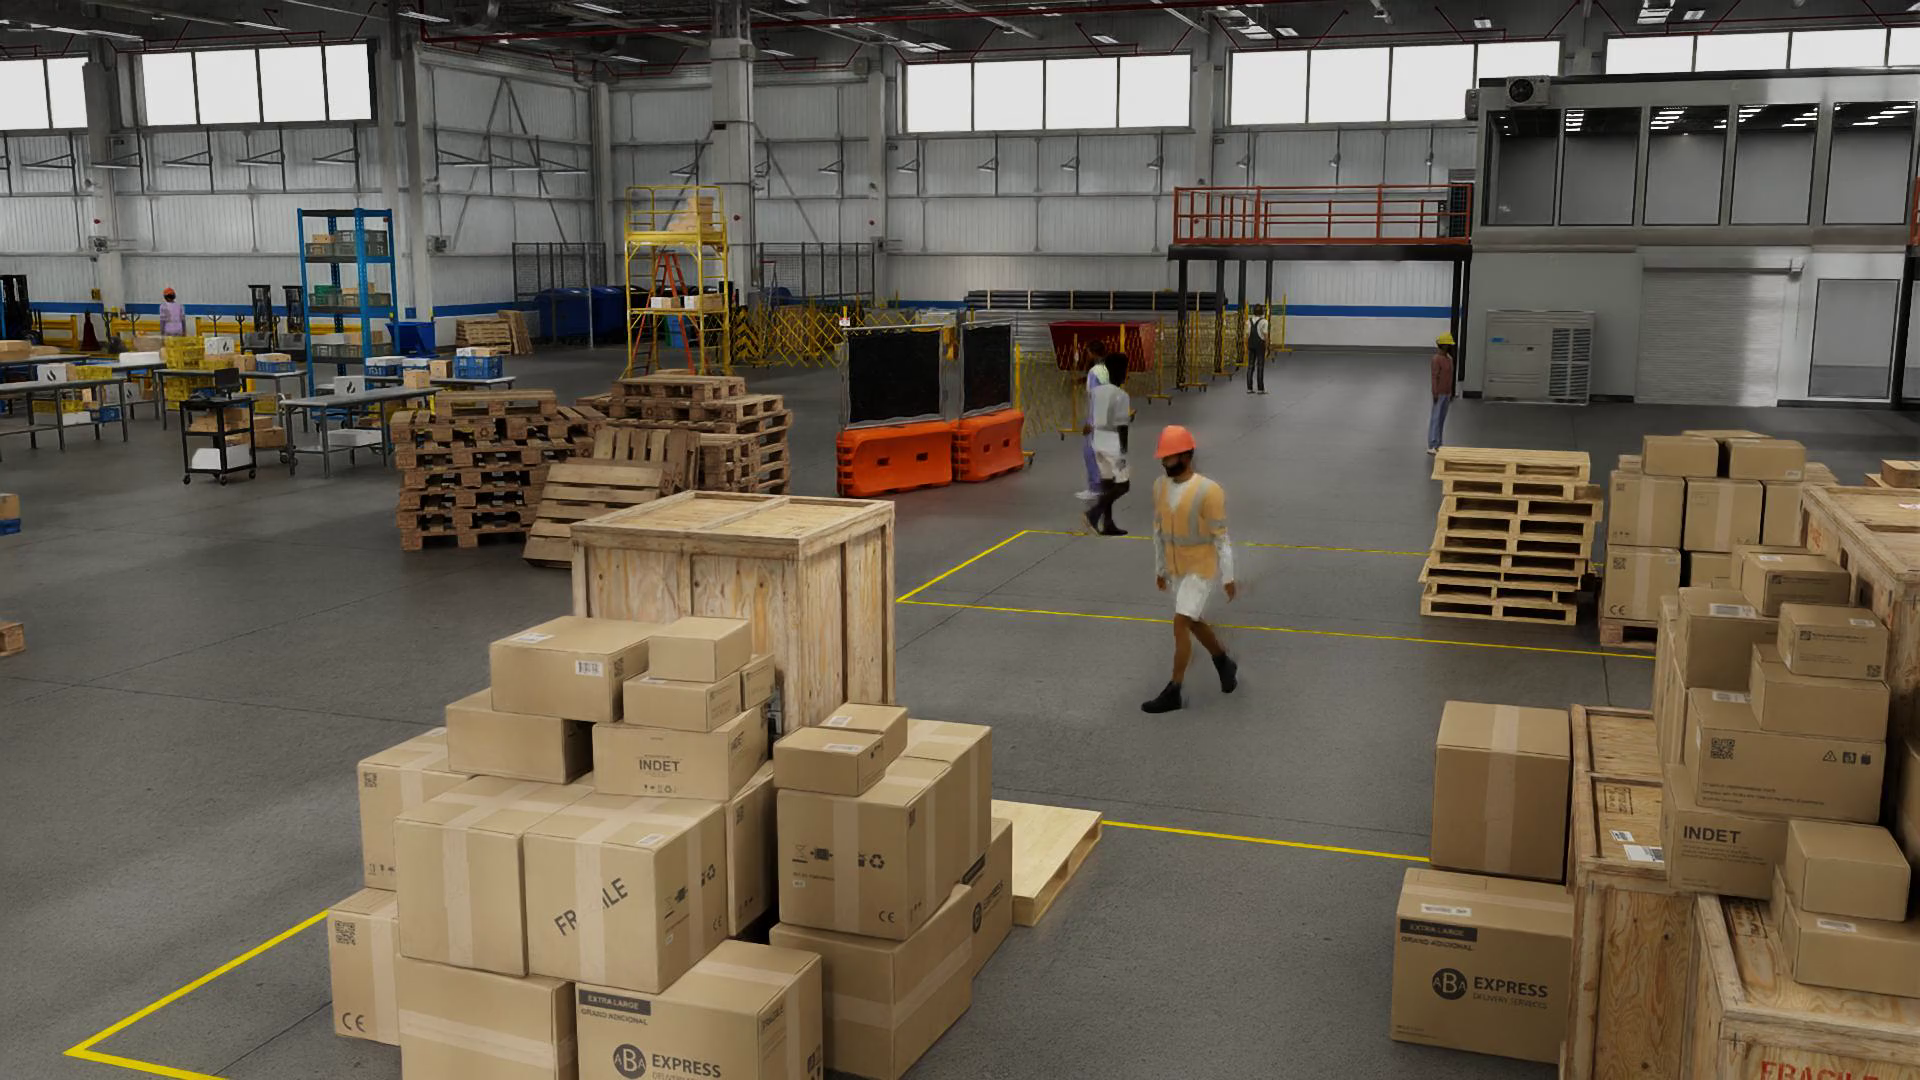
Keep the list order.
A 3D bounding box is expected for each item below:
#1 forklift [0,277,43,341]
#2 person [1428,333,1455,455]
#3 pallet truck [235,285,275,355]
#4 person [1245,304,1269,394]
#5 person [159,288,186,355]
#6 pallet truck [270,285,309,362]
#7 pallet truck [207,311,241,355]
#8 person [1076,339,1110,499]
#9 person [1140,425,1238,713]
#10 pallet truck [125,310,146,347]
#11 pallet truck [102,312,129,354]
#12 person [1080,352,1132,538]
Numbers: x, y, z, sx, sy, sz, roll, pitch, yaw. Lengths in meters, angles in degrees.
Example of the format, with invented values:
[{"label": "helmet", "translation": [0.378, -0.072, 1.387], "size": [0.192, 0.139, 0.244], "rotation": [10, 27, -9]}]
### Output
[{"label": "forklift", "translation": [-27.151, -6.329, 46.328], "size": [1.157, 1.987, 2.680], "rotation": [3, 11, 17]}, {"label": "person", "translation": [7.017, -2.123, 24.171], "size": [0.310, 1.768, 0.533], "rotation": [9, 13, 41]}, {"label": "pallet truck", "translation": [-18.327, -5.835, 44.421], "size": [0.823, 1.965, 1.885], "rotation": [4, 11, 23]}, {"label": "person", "translation": [6.060, -3.889, 33.889], "size": [0.515, 1.844, 0.333], "rotation": [8, 13, 38]}, {"label": "person", "translation": [-18.507, -4.904, 39.083], "size": [0.406, 2.034, 0.608], "rotation": [7, 12, 34]}, {"label": "pallet truck", "translation": [-17.147, -5.700, 43.663], "size": [0.823, 1.965, 1.885], "rotation": [3, 11, 17]}, {"label": "pallet truck", "translation": [-19.537, -5.575, 44.913], "size": [0.653, 1.274, 1.630], "rotation": [3, 11, 19]}, {"label": "person", "translation": [1.663, -1.442, 19.952], "size": [0.428, 1.912, 0.628], "rotation": [4, 11, 20]}, {"label": "person", "translation": [1.577, 0.163, 10.984], "size": [0.917, 1.891, 0.595], "rotation": [-8, 13, -37]}, {"label": "pallet truck", "translation": [-22.038, -5.665, 45.457], "size": [0.704, 1.261, 1.522], "rotation": [3, 11, 17]}, {"label": "pallet truck", "translation": [-23.057, -5.777, 46.261], "size": [0.680, 1.201, 1.601], "rotation": [3, 11, 19]}, {"label": "person", "translation": [1.502, -0.949, 17.058], "size": [0.571, 1.951, 0.618], "rotation": [-5, 11, -28]}]
